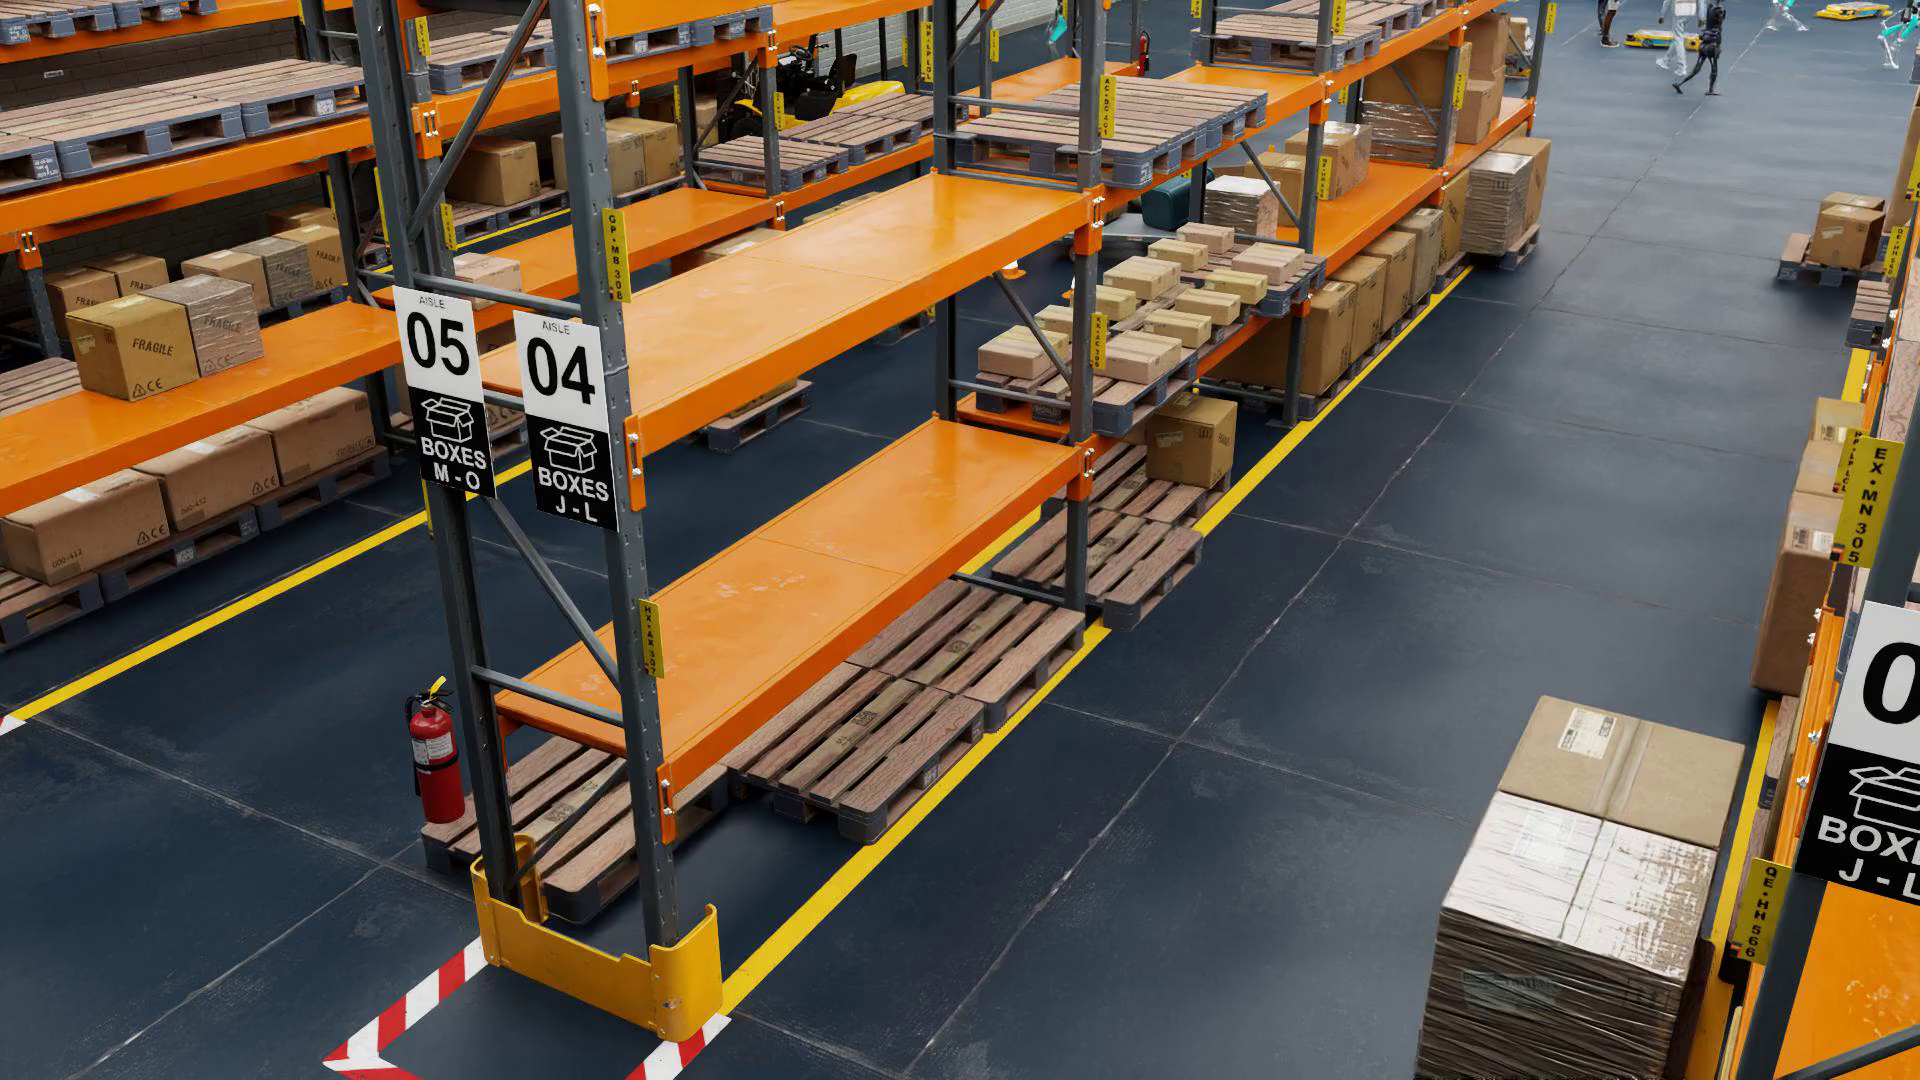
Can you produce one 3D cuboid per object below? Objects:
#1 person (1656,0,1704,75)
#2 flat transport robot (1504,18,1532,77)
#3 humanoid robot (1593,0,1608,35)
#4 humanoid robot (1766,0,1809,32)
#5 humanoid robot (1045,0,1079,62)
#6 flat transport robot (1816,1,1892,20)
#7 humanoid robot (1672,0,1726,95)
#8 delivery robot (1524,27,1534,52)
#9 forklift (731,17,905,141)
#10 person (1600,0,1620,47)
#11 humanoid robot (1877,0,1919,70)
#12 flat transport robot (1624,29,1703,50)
[{"bbox_3d":[11.991,-8.733,27.655,0.598,1.855,0.990,-5,26,-10],"label":"person"},{"bbox_3d":[8.827,-7.865,27.686,1.431,0.231,0.659,2,26,5],"label":"flat transport robot"},{"bbox_3d":[12.110,-10.343,31.223,0.609,1.653,0.317,-19,32,-35],"label":"humanoid robot"},{"bbox_3d":[15.622,-10.390,31.299,1.072,1.756,0.552,-1,26,-3],"label":"humanoid robot"},{"bbox_3d":[1.631,-8.685,27.710,0.741,1.784,0.571,-14,29,-27],"label":"humanoid robot"},{"bbox_3d":[18.012,-10.646,33.464,1.431,0.231,0.659,-13,28,-24],"label":"flat transport robot"},{"bbox_3d":[11.608,-7.747,25.884,0.742,1.651,0.593,1,26,3],"label":"humanoid robot"},{"bbox_3d":[9.828,-8.965,29.658,0.807,0.609,0.499,-16,30,-29],"label":"delivery robot"},{"bbox_3d":[-1.819,-5.975,21.543,2.313,2.155,1.214,14,29,26],"label":"forklift"},{"bbox_3d":[11.873,-9.935,30.032,0.369,1.965,0.606,10,28,20],"label":"person"},{"bbox_3d":[15.781,-8.715,27.872,0.552,1.892,0.740,-17,30,-31],"label":"humanoid robot"},{"bbox_3d":[12.872,-9.064,30.176,1.431,0.231,0.659,14,29,26],"label":"flat transport robot"}]
